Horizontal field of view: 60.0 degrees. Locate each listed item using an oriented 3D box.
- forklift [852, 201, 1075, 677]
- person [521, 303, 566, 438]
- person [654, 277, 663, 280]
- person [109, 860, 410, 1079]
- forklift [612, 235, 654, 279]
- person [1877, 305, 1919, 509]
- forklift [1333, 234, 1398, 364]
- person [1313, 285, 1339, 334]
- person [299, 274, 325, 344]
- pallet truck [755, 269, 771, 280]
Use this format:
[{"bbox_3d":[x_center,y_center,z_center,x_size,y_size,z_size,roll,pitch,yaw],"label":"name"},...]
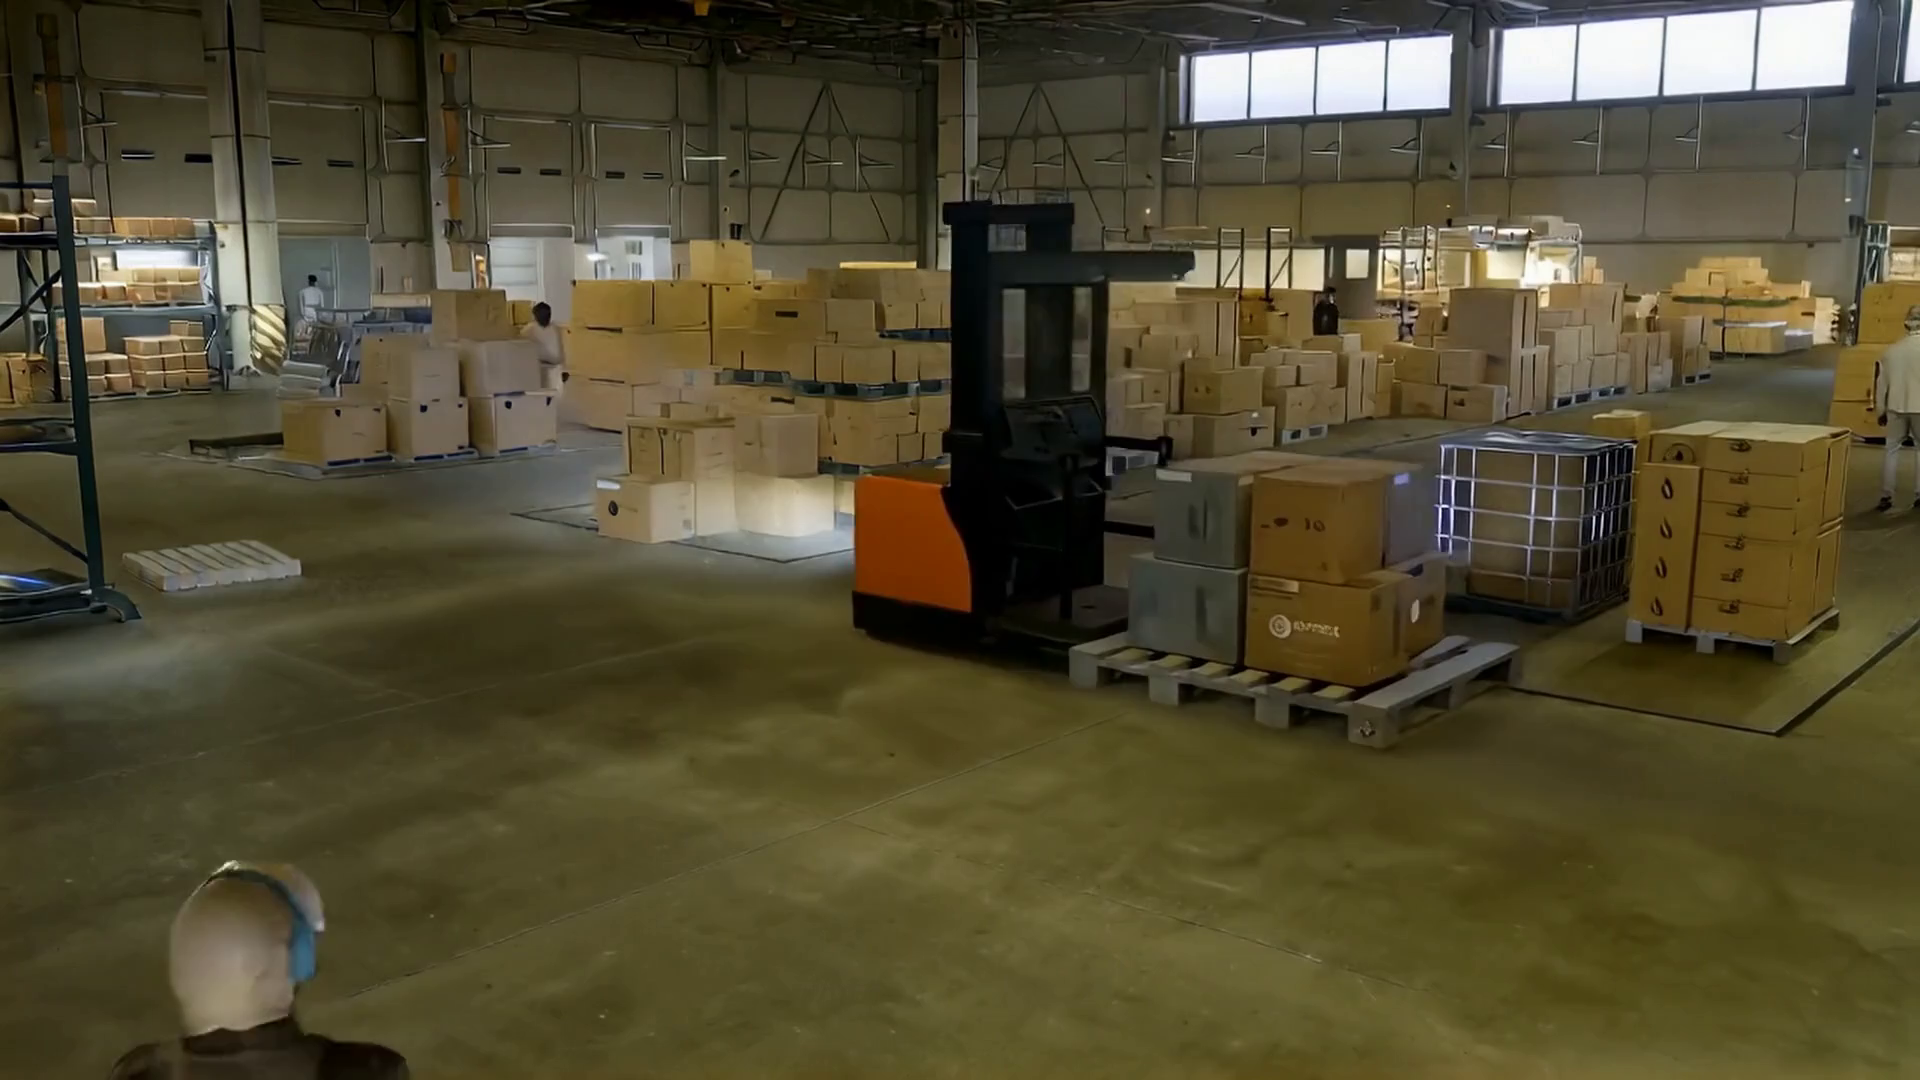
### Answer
[{"bbox_3d":[0.301,-0.723,10.509,1.873,2.768,1.129,8,13,40],"label":"forklift"},{"bbox_3d":[-5.636,-2.297,22.482,0.675,1.819,0.636,8,12,37],"label":"person"},{"bbox_3d":[-6.508,-4.725,36.020,0.634,1.929,0.380,-4,11,-23],"label":"person"},{"bbox_3d":[-1.062,1.305,2.557,0.533,1.613,0.628,2,10,13],"label":"person"},{"bbox_3d":[-7.300,-5.450,37.421,1.873,2.768,1.129,8,13,40],"label":"forklift"},{"bbox_3d":[9.339,-1.303,16.327,0.609,1.995,0.378,7,12,36],"label":"person"},{"bbox_3d":[8.159,-4.906,34.322,1.129,2.768,1.873,-3,10,-16],"label":"forklift"},{"bbox_3d":[6.210,-3.359,28.241,0.624,1.931,0.370,-10,14,-44],"label":"person"},{"bbox_3d":[-15.342,-5.328,39.447,0.590,1.923,0.383,1,10,3],"label":"person"},{"bbox_3d":[-4.996,-6.432,45.525,1.885,1.965,0.823,-6,12,-32],"label":"pallet truck"}]
